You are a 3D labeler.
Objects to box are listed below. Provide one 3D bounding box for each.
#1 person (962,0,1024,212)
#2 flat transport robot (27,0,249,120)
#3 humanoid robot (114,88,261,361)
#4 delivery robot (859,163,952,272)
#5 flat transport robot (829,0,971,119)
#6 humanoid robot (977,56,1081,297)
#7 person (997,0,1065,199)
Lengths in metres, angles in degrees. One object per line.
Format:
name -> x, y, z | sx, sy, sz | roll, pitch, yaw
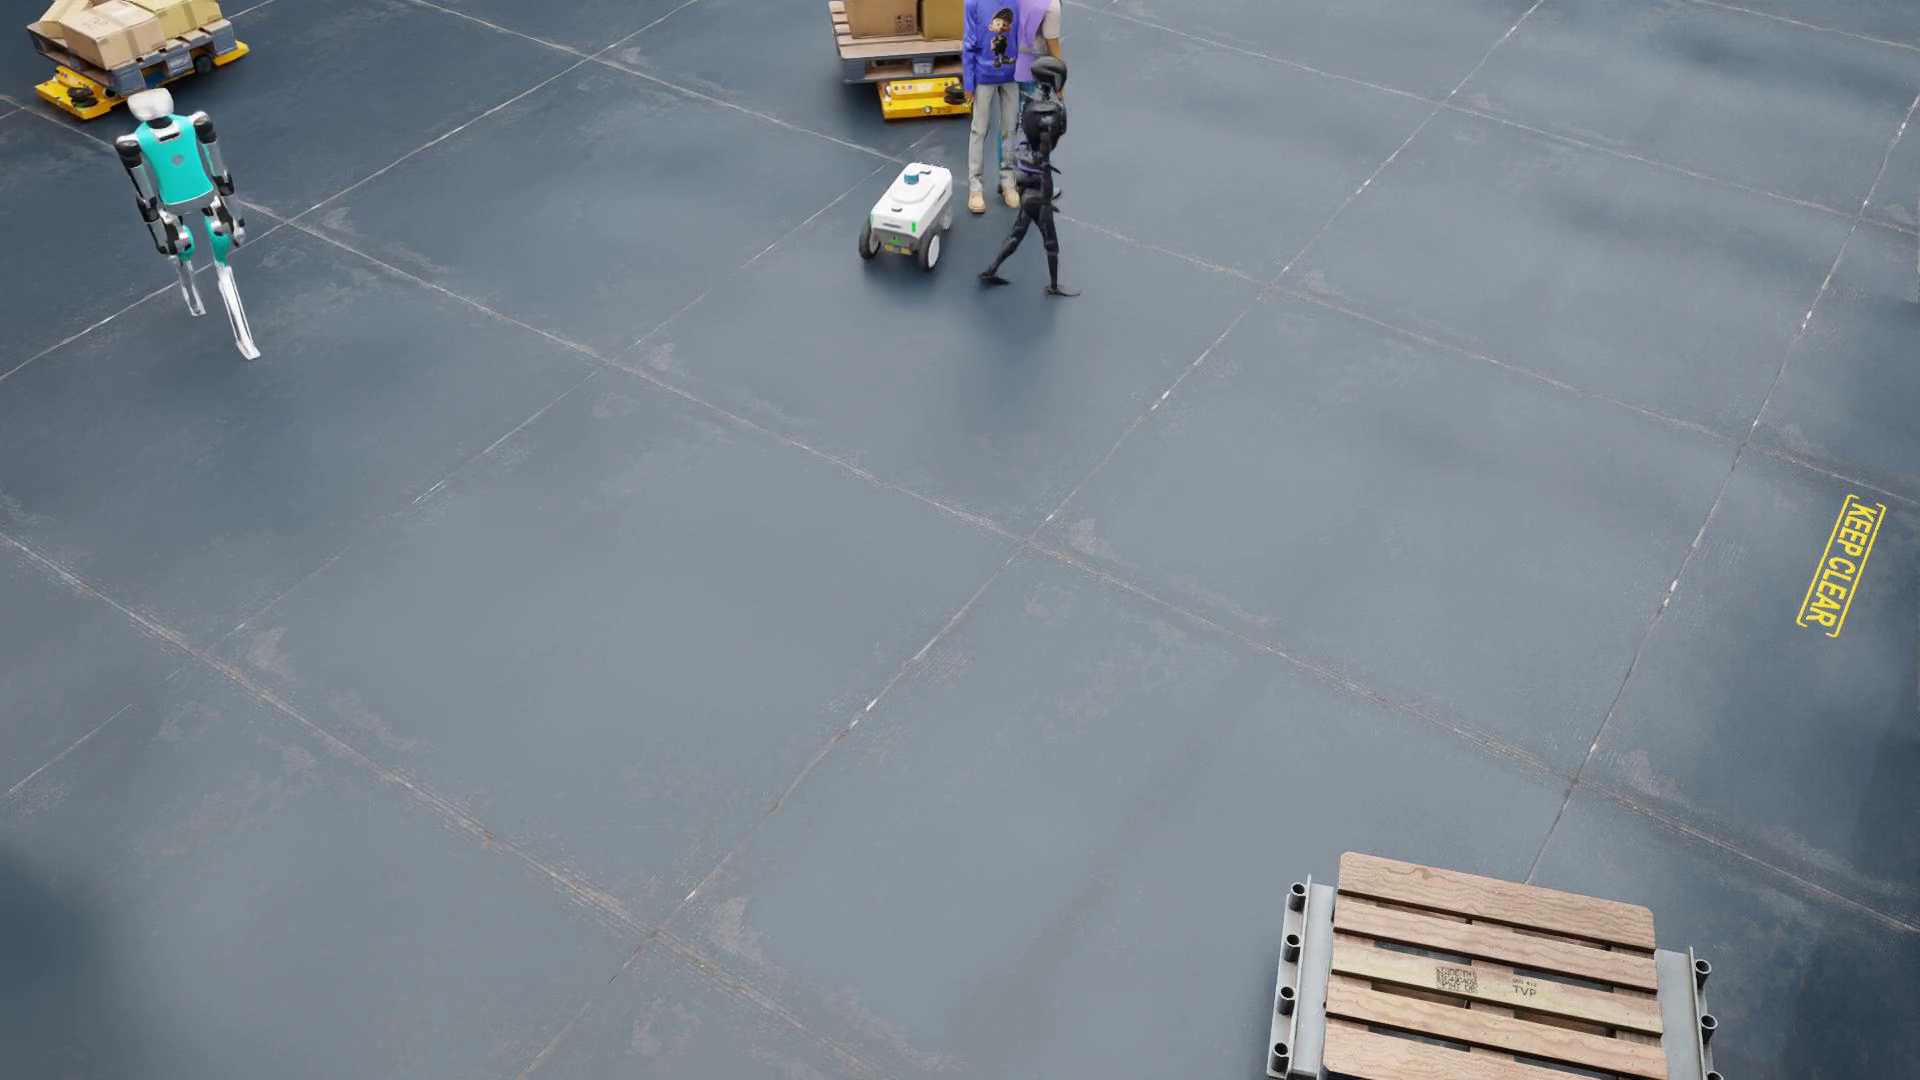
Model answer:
person -> 0.249, -3.057, 10.998 | 0.470, 1.871, 0.350 | -10, 43, -11
flat transport robot -> -6.347, -3.695, 12.914 | 0.659, 0.231, 1.431 | 27, 48, 27
humanoid robot -> -4.624, -1.951, 9.879 | 0.543, 1.785, 0.915 | -27, 49, -27
delivery robot -> -0.326, -2.150, 10.982 | 0.499, 0.611, 0.792 | 14, 44, 15
flat transport robot -> -0.352, -3.699, 12.919 | 0.659, 0.231, 1.431 | -6, 42, -7
humanoid robot -> 0.440, -2.239, 10.265 | 0.662, 1.645, 0.605 | 4, 42, 5
person -> 0.438, -3.113, 11.082 | 0.569, 1.841, 0.384 | 31, 50, 30
